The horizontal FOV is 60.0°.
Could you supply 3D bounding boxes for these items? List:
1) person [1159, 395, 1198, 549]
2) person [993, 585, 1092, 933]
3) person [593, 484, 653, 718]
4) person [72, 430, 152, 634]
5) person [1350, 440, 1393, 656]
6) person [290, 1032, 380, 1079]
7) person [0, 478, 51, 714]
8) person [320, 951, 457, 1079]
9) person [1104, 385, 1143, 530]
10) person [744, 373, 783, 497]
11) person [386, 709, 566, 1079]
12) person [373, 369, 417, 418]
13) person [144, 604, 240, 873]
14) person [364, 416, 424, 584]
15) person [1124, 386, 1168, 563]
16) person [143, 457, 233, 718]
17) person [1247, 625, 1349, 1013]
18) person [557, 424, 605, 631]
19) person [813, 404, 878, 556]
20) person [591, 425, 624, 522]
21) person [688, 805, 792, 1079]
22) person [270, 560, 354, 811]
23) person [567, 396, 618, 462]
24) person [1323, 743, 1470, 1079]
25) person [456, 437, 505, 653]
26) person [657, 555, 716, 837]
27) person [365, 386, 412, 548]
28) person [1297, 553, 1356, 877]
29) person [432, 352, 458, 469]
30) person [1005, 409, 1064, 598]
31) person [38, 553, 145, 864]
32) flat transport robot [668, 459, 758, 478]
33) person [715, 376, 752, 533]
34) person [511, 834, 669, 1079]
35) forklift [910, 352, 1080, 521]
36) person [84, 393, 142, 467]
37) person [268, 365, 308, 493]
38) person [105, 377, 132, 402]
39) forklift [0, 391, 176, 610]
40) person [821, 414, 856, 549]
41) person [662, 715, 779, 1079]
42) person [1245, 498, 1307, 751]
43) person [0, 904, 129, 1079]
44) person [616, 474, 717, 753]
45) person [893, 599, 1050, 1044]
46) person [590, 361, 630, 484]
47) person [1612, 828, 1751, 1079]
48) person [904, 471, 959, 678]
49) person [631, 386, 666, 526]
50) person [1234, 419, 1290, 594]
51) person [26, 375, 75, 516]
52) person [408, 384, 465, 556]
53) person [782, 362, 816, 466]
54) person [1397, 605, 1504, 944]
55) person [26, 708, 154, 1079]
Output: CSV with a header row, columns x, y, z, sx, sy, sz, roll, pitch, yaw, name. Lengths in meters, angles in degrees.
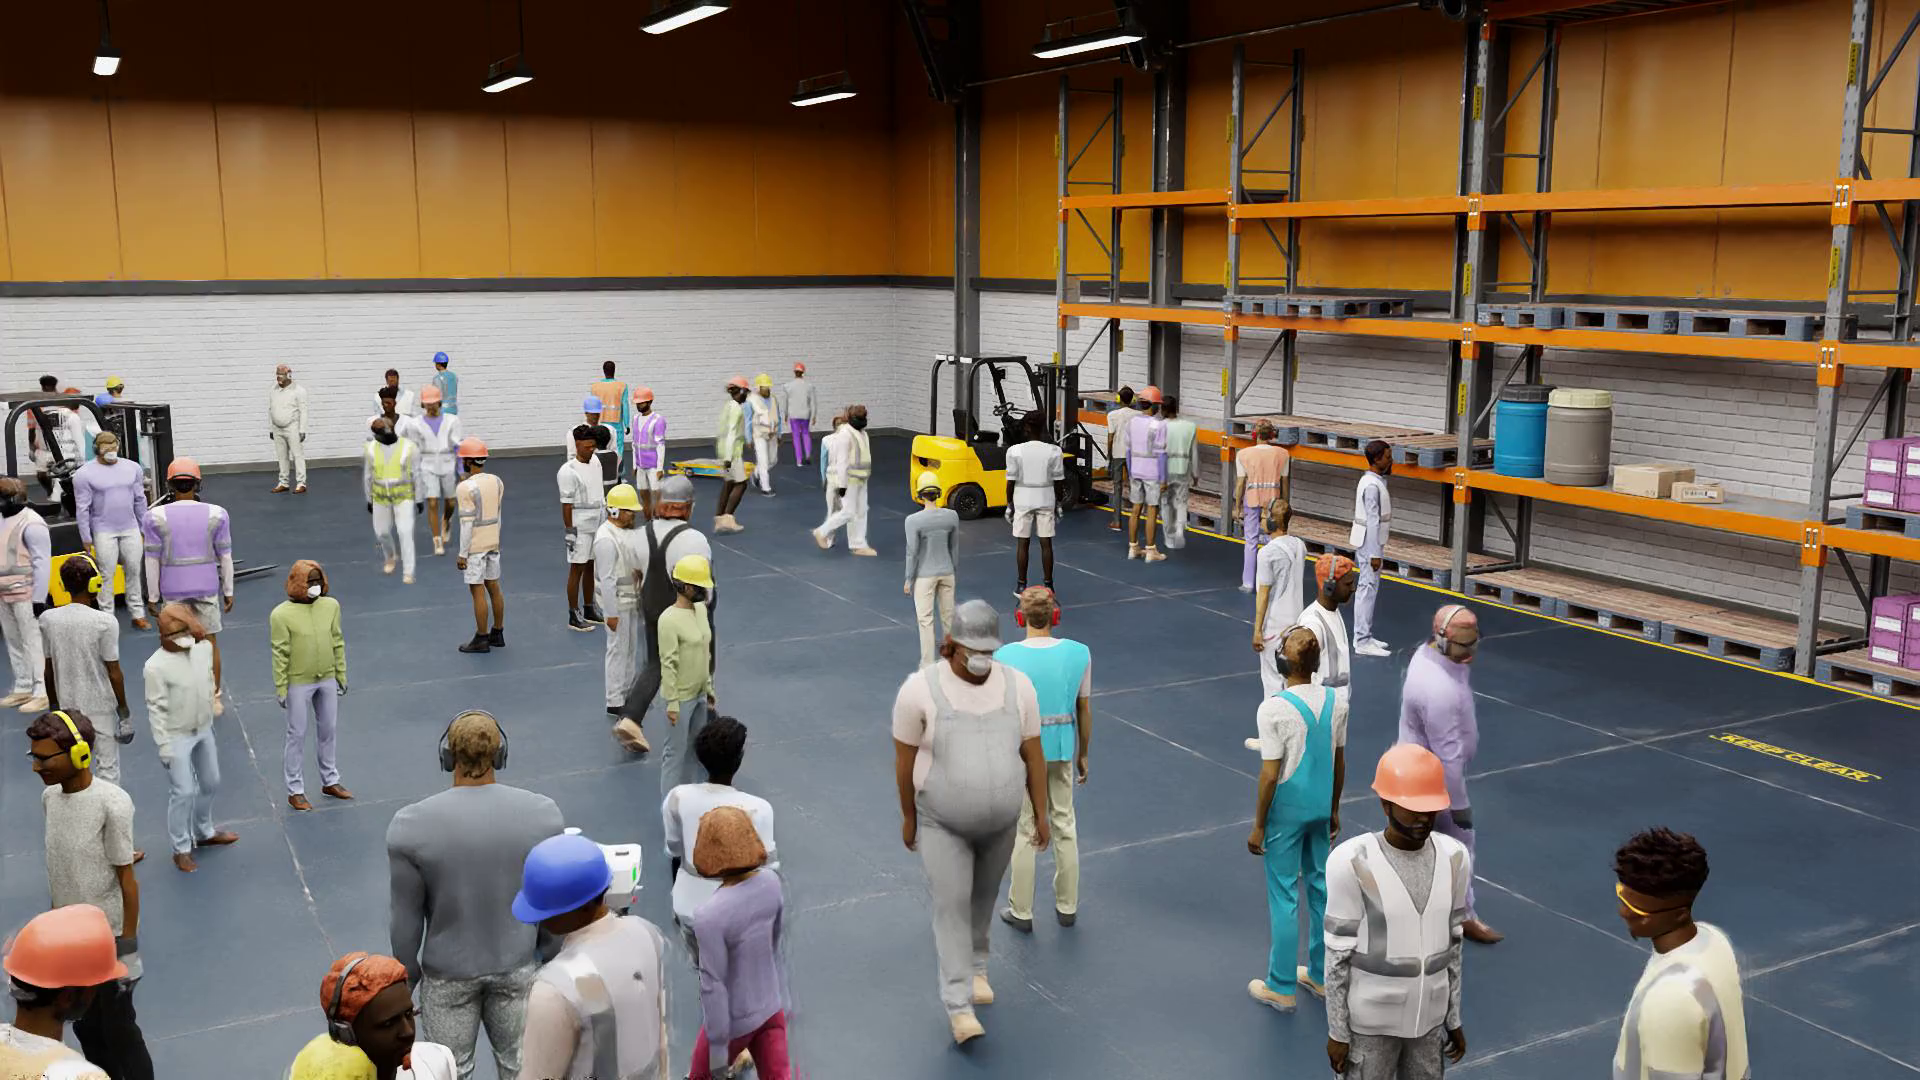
x,y,z,sx,sy,sz,roll,pitch,yaw,name
2.557,-0.801,19.954,0.616,1.873,0.717,1,10,3,person
0.421,1.157,8.767,0.567,1.841,0.377,-3,10,-15,person
-2.605,0.467,12.819,0.403,1.820,0.603,1,10,5,person
-7.938,-0.071,15.605,0.374,1.929,0.635,8,13,39,person
3.678,0.061,14.856,0.392,1.922,0.593,2,10,11,person
-1.459,2.023,4.147,0.503,1.717,0.700,3,10,19,person
-7.354,0.436,12.995,0.640,1.849,0.439,6,11,30,person
-1.436,1.937,4.166,0.356,1.885,0.574,5,11,25,person
2.117,-1.056,21.433,0.538,1.869,0.313,-2,10,-11,person
-2.910,-1.554,24.456,0.603,1.817,0.654,-9,14,-43,person
-1.764,1.573,6.144,0.635,1.929,0.381,-5,11,-24,person
-8.197,-1.548,24.170,0.616,1.900,0.600,-6,11,-30,person
-4.469,1.129,9.634,0.416,1.596,0.583,3,10,18,person
-6.148,-0.459,18.175,0.665,1.814,0.680,0,10,0,person
2.180,-0.767,19.292,0.387,2.037,0.606,-8,13,-40,person
-5.895,0.377,12.745,0.612,2.029,0.407,-6,12,-32,person
1.596,1.311,7.880,0.516,1.843,0.327,-5,11,-28,person
-3.559,-0.128,15.814,0.361,1.963,0.614,4,11,20,person
-1.332,-0.708,19.598,0.664,1.818,0.636,4,10,20,person
-3.910,-0.420,18.267,0.318,1.698,0.535,7,12,34,person
-0.780,1.751,6.092,0.839,1.591,0.511,6,12,33,person
-4.189,0.924,10.738,0.271,1.627,0.501,7,12,35,person
-4.214,-0.697,19.181,0.609,1.940,0.414,-6,11,-30,person
1.514,1.636,5.743,0.543,1.938,0.357,-3,10,-17,person
-4.317,0.045,14.899,0.355,1.938,0.545,4,10,20,person
-1.647,0.957,10.171,0.328,1.760,0.524,3,10,18,person
-6.881,-0.882,20.154,0.603,1.967,0.367,-2,10,-11,person
2.078,1.005,9.552,0.360,1.880,0.575,5,11,25,person
-8.433,-2.105,27.246,0.387,1.949,0.602,2,10,12,person
0.769,-0.369,17.201,0.616,1.963,0.361,0,10,-2,person
-5.041,1.002,9.628,0.512,1.862,0.322,2,10,11,person
-3.877,-1.141,26.523,1.431,0.197,0.652,5,11,27,flat transport robot
-2.897,-1.087,21.246,0.595,1.993,0.641,-4,11,-22,person
-1.061,1.779,4.994,0.592,1.911,0.628,3,10,18,person
0.460,-1.461,22.833,2.313,2.155,1.214,-5,11,-28,forklift
-10.165,-0.820,20.056,0.618,1.897,0.880,-9,14,-43,person
-9.996,-1.641,24.696,0.639,1.910,0.406,3,10,16,person
-12.288,-1.502,24.306,0.318,1.766,0.533,3,10,18,person
-9.026,-0.363,16.508,1.214,2.155,2.313,6,11,29,forklift
-1.424,-0.707,20.083,0.514,1.641,0.315,1,10,3,person
-1.016,1.560,6.927,0.543,1.669,0.688,4,11,24,person
2.287,0.609,11.959,0.349,1.837,0.502,10,14,44,person
-2.490,1.908,4.330,0.605,1.893,0.774,4,11,22,person
-2.090,0.506,11.951,0.683,2.000,0.936,6,11,30,person
0.104,1.254,7.643,0.693,2.000,0.876,-4,10,-19,person
-5.374,-1.795,25.583,0.587,1.911,0.397,1,10,5,person
2.125,1.776,4.937,0.403,1.944,0.730,7,12,33,person
-0.243,0.305,13.907,0.526,1.765,0.329,-6,12,-33,person
-3.878,-0.942,20.617,0.544,1.930,0.389,7,12,37,person
3.156,-0.343,17.399,0.569,1.845,0.384,-1,10,-5,person
-12.161,-1.250,22.317,0.622,1.946,0.467,-2,10,-13,person
-6.235,-0.853,19.823,0.617,2.024,0.818,-4,11,-23,person
-2.702,-2.113,27.930,0.553,1.726,0.473,-3,10,-15,person
2.466,1.214,8.445,0.749,1.855,0.725,4,11,23,person
-3.373,1.556,6.452,0.524,1.857,0.340,5,11,28,person
